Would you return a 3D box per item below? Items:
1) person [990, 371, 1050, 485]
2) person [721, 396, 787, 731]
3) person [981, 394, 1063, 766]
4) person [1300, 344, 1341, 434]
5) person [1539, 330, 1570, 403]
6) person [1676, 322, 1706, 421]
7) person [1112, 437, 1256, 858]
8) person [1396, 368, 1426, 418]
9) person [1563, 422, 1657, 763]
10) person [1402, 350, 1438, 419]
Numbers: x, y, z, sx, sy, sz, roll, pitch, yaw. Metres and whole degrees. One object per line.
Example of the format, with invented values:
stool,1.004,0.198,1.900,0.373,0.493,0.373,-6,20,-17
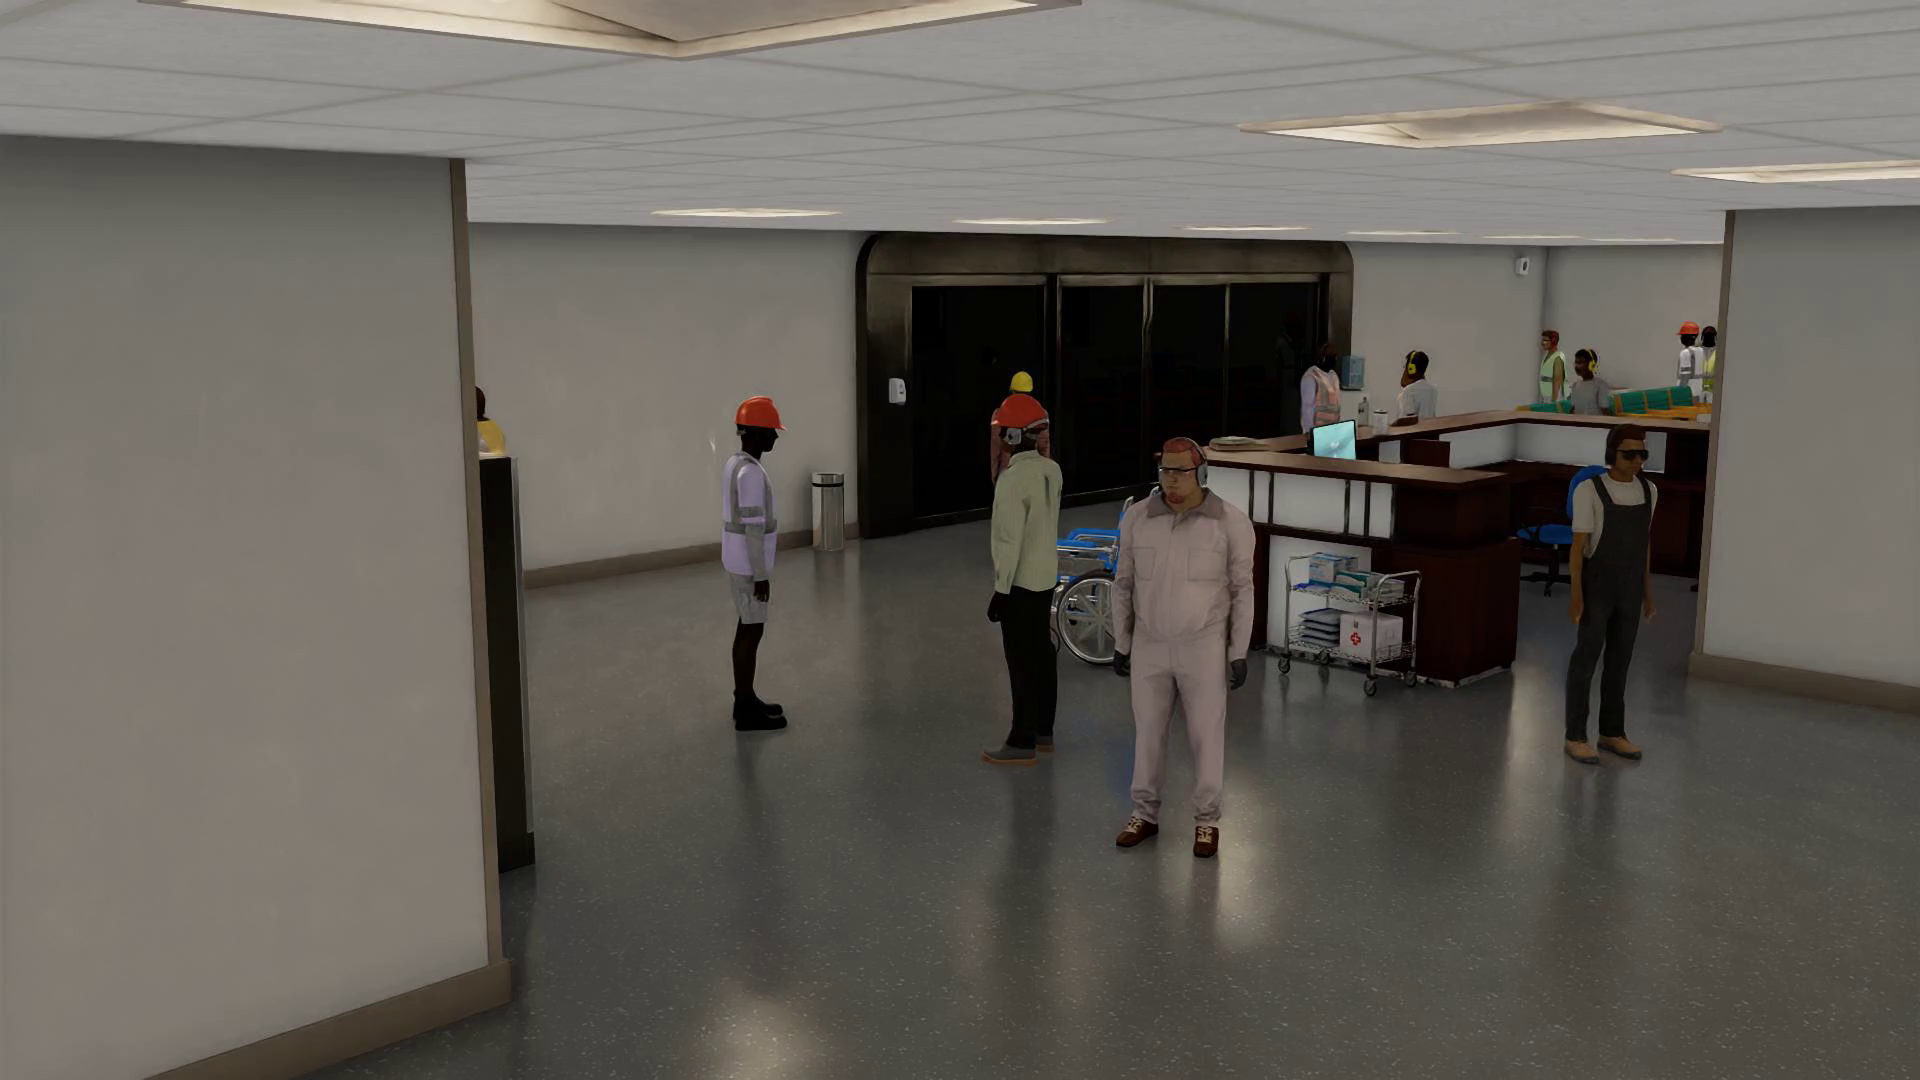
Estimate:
person,0.539,-0.631,14.854,0.535,1.759,0.346,0,9,-1
person,-1.181,0.134,9.634,0.390,1.929,0.545,-2,10,-15
person,0.334,0.213,8.941,0.379,1.996,0.610,5,10,27
person,4.000,-1.255,18.464,0.431,1.832,0.626,7,12,38
person,8.021,-1.914,22.491,0.387,1.837,0.560,0,9,3
person,9.968,-2.022,22.824,0.548,1.937,0.379,-8,12,-41
person,0.993,0.483,7.555,0.655,1.906,0.407,4,10,23
person,4.826,-1.050,17.789,0.500,1.636,0.280,-6,11,-31
person,3.516,0.282,8.975,0.515,1.842,0.328,-3,10,-17
person,4.445,-0.909,16.219,0.535,1.864,0.309,-8,12,-40
